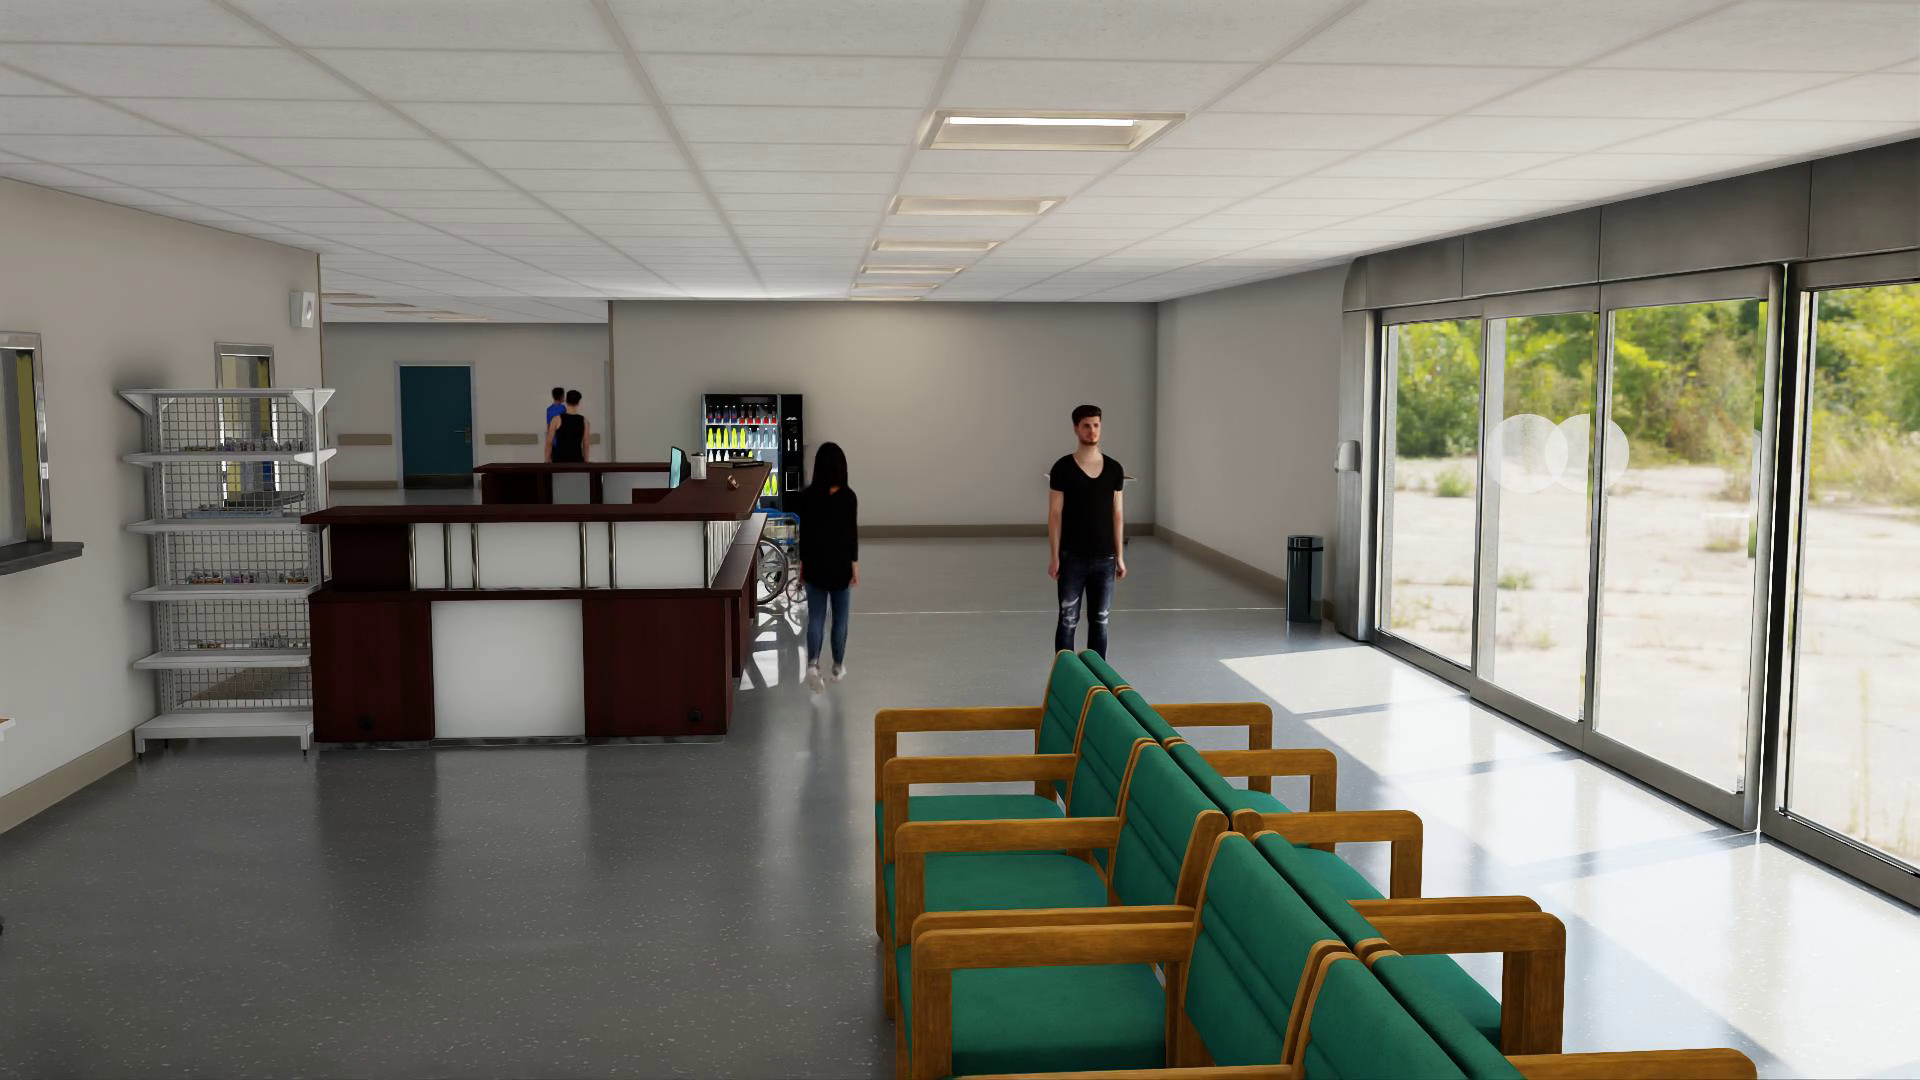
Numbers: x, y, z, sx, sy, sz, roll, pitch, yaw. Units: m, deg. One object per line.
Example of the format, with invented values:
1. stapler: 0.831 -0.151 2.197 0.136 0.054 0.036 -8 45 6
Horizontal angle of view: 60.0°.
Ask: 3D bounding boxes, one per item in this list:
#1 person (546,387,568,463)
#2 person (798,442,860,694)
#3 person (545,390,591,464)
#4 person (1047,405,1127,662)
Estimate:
1. person: -6.419 -1.491 26.455 0.982 1.854 0.973 3 7 28
2. person: -0.883 0.195 10.870 1.020 1.620 0.734 0 6 3
3. person: -4.882 -0.907 20.809 1.250 1.822 1.085 -3 7 -30
4. person: 0.785 0.100 10.431 0.570 1.897 0.758 -1 6 -14
